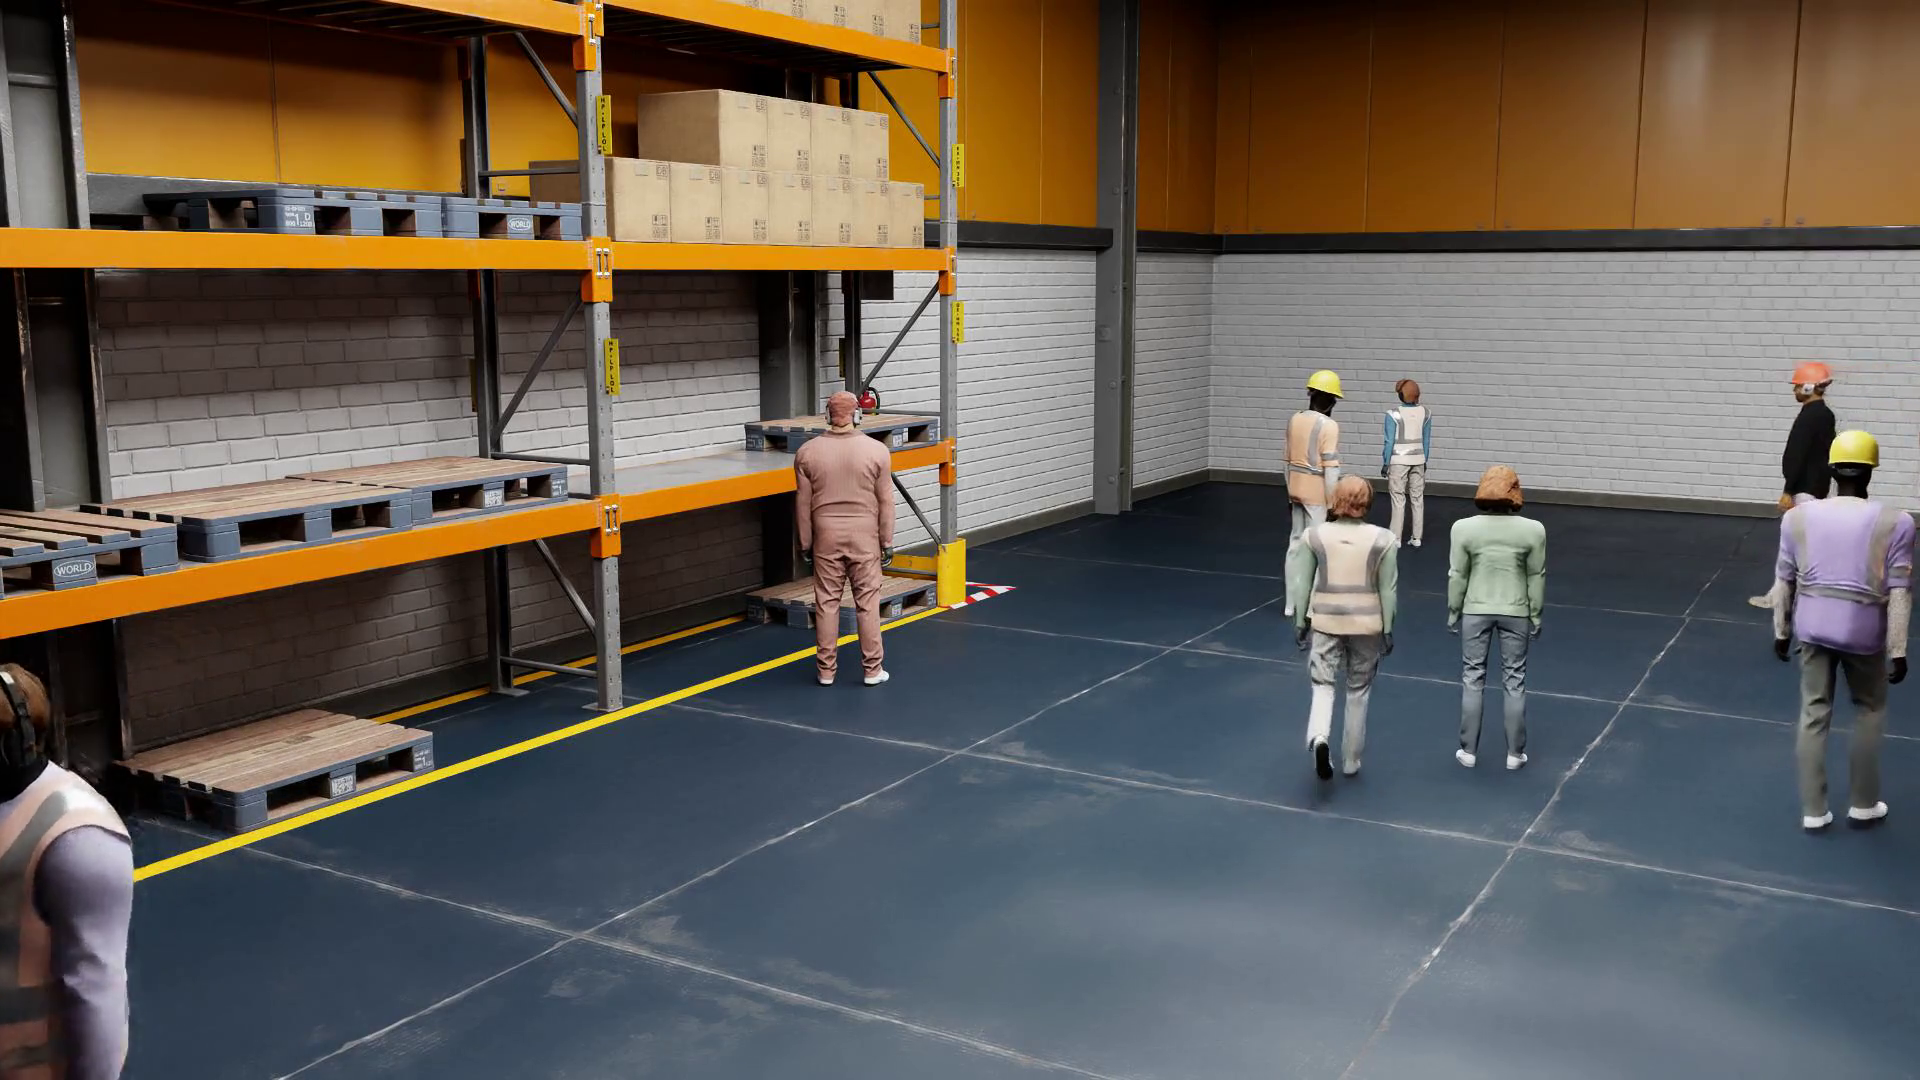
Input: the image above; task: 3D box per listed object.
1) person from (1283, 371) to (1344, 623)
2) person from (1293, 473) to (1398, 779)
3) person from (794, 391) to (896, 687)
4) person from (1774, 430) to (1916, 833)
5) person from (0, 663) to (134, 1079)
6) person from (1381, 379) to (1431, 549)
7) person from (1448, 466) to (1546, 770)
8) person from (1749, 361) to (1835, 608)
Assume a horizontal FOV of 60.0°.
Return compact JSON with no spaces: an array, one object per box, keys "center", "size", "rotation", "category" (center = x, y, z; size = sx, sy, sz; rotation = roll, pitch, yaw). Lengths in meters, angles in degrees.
[{"center":[2.700,-0.328,12.664],"size":[0.398,1.913,0.590],"rotation":[-4,10,-24],"category":"person"},{"center":[1.979,0.474,8.589],"size":[0.525,1.623,0.591],"rotation":[3,10,17],"category":"person"},{"center":[-0.725,0.001,10.655],"size":[0.639,1.903,0.409],"rotation":[1,9,4],"category":"person"},{"center":[4.228,0.427,7.937],"size":[0.621,1.908,0.652],"rotation":[8,12,43],"category":"person"},{"center":[-2.034,1.150,3.720],"size":[0.631,1.825,0.601],"rotation":[5,10,29],"category":"person"},{"center":[4.289,-0.726,15.991],"size":[0.512,1.645,0.307],"rotation":[-3,10,-20],"category":"person"},{"center":[2.862,0.415,8.899],"size":[0.497,1.633,0.278],"rotation":[3,10,17],"category":"person"},{"center":[6.598,-0.393,12.864],"size":[0.760,1.976,0.623],"rotation":[7,12,39],"category":"person"}]
